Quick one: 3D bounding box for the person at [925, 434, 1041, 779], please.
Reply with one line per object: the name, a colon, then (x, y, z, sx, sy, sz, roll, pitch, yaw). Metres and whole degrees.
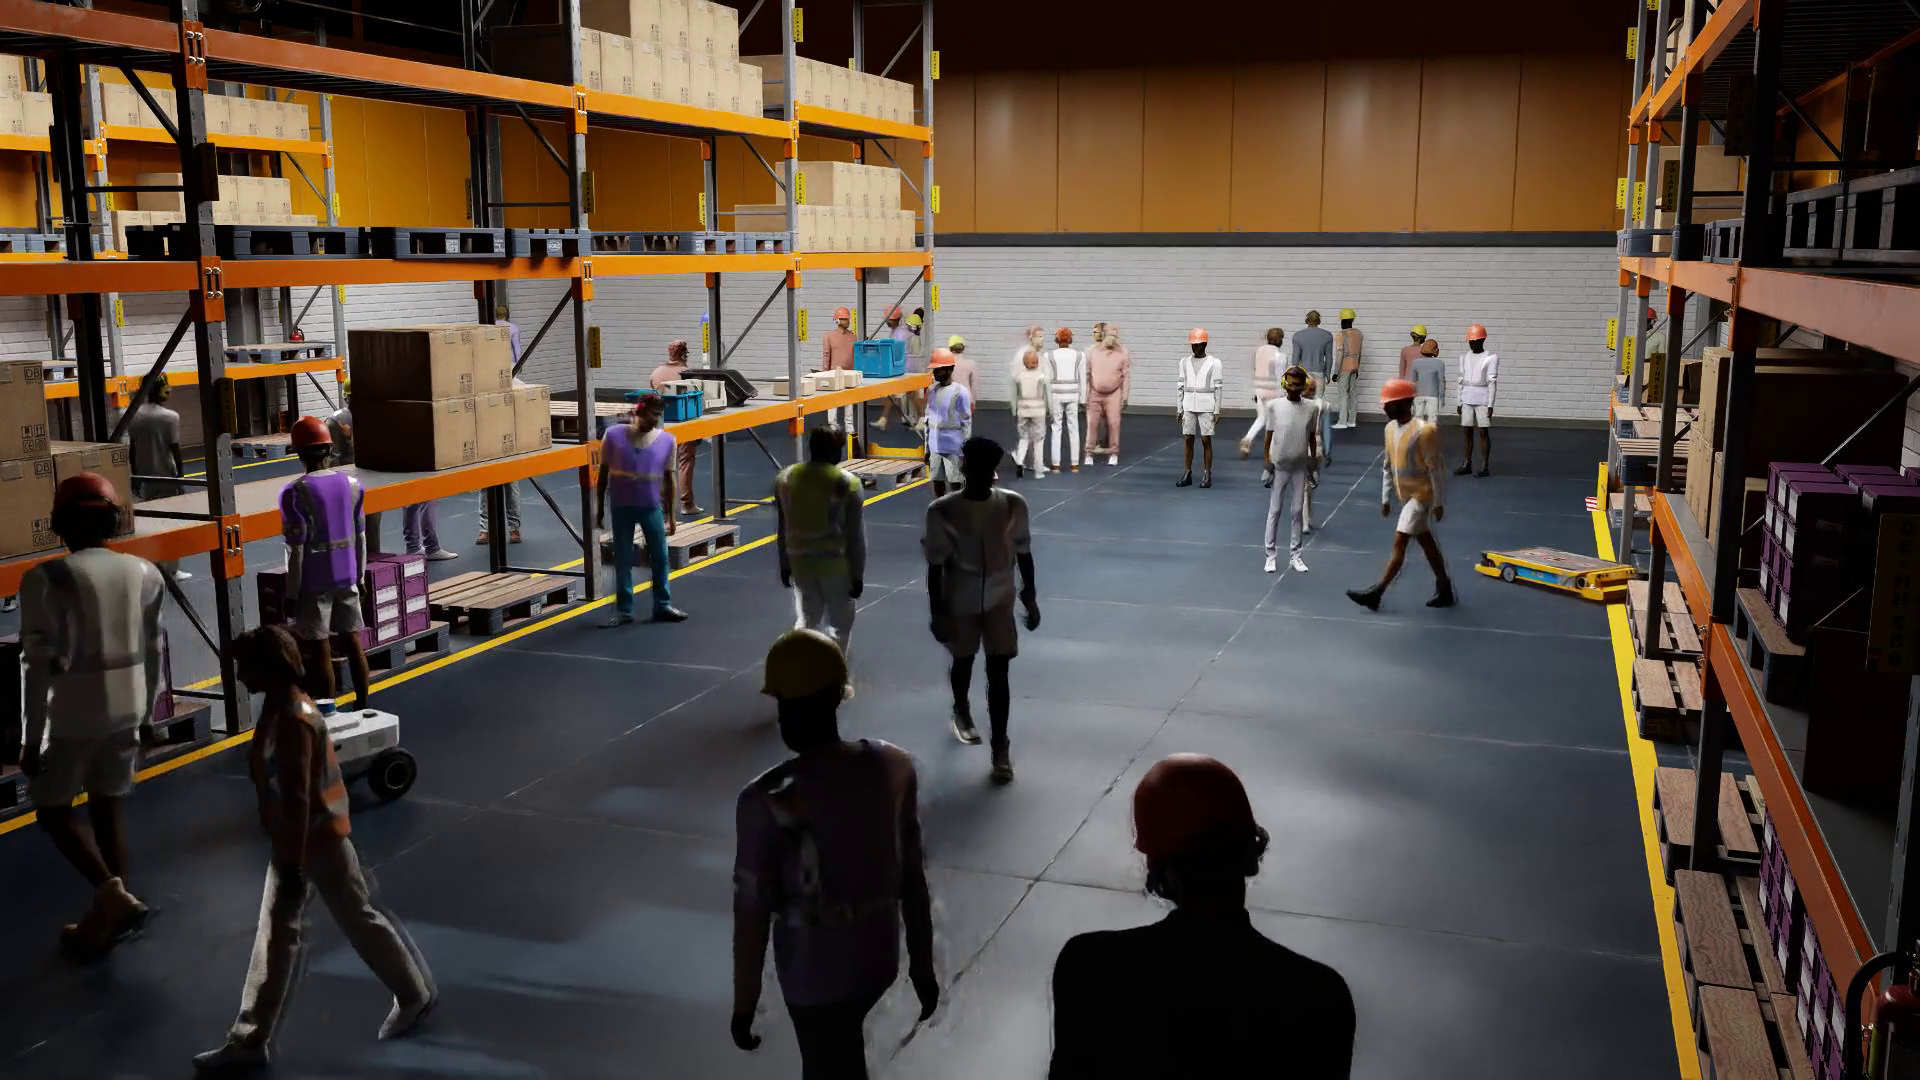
person: (0.133, 0.328, 9.416, 0.679, 1.894, 1.036, -1, 10, -6)

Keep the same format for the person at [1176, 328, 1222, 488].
person: (2.868, -1.588, 20.053, 0.552, 1.935, 0.367, 5, 11, 27)

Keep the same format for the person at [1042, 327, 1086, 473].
person: (1.335, -1.800, 21.398, 0.585, 1.882, 0.337, -1, 10, -8)

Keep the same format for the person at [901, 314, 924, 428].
person: (-0.752, -2.683, 26.527, 0.403, 1.827, 0.600, -5, 11, -26)

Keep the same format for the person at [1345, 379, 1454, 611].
person: (3.585, -0.358, 13.328, 1.056, 1.861, 0.551, -3, 11, -17)

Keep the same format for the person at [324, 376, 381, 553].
person: (-5.139, -0.514, 14.298, 0.403, 1.834, 0.588, 7, 12, 33)

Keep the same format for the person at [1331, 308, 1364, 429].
person: (6.156, -2.727, 26.491, 0.588, 1.930, 0.359, -8, 13, -39)

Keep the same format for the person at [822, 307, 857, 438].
person: (-1.766, -2.498, 25.008, 0.623, 1.994, 0.382, -6, 11, -29)

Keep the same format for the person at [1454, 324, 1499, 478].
person: (6.509, -1.754, 21.020, 0.384, 1.932, 0.544, -9, 13, -41)

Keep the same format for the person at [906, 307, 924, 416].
person: (-0.673, -2.998, 28.182, 0.517, 1.874, 0.328, 3, 10, 14)

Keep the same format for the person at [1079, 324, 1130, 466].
person: (1.918, -1.923, 22.108, 0.687, 1.893, 0.401, 1, 10, 4)

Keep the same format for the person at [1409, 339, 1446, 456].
person: (6.473, -1.966, 23.034, 0.508, 1.632, 0.271, 8, 13, 37)

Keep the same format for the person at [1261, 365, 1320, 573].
person: (2.962, -0.634, 14.891, 0.519, 1.865, 0.326, 0, 10, -3)

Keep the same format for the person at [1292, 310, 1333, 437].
person: (5.365, -2.535, 25.388, 0.629, 1.940, 0.373, 0, 10, 2)

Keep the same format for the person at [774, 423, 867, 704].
person: (-0.875, 0.173, 10.459, 0.637, 1.820, 0.528, 4, 11, 22)

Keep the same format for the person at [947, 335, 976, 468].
person: (-0.040, -1.809, 21.846, 0.544, 1.750, 0.565, -3, 10, -14)

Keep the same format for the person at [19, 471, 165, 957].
person: (-3.535, 0.733, 6.828, 0.625, 1.996, 0.683, 6, 12, 29)

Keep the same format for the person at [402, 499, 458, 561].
person: (-5.003, -0.758, 15.470, 0.642, 1.908, 0.410, 8, 13, 37)

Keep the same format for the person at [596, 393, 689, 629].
person: (-2.469, -0.226, 12.760, 0.702, 1.811, 0.383, -2, 10, -12)

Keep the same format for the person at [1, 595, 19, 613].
person: (-7.780, -0.294, 13.241, 0.525, 1.772, 0.305, -1, 10, -3)

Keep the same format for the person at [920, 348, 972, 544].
person: (-0.153, -0.888, 16.112, 0.551, 1.935, 0.372, 9, 13, 41)

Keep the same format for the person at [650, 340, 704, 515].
person: (-3.051, -1.225, 18.132, 0.634, 1.900, 0.398, 5, 11, 26)

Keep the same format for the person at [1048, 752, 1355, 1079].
person: (0.464, 1.395, 3.268, 0.597, 1.949, 0.958, 1, 10, 5)

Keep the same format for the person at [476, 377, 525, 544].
person: (-4.535, -0.922, 16.297, 0.634, 1.937, 0.355, -2, 10, -9)

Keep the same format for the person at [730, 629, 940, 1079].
person: (-0.292, 1.191, 4.601, 0.945, 1.881, 0.586, 10, 14, 44)

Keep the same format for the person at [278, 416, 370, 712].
person: (-3.754, 0.235, 9.795, 0.370, 1.933, 0.550, 7, 12, 33)

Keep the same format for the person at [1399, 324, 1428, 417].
person: (6.692, -2.273, 24.397, 0.324, 1.767, 0.533, -8, 13, -38)

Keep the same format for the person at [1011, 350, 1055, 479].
person: (0.897, -1.548, 20.731, 0.552, 1.622, 0.406, 3, 11, 17)

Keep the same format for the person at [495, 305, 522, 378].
person: (-7.568, -2.931, 27.616, 0.635, 1.936, 0.354, 2, 10, 9)

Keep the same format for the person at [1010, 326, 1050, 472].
person: (0.969, -1.812, 21.430, 0.430, 1.893, 0.654, 4, 11, 22)

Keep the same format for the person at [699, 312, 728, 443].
person: (-3.647, -2.403, 24.646, 0.408, 1.936, 0.602, -3, 11, -19)

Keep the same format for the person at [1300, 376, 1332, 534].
person: (3.515, -0.895, 17.094, 0.540, 1.587, 0.849, -1, 10, -3)

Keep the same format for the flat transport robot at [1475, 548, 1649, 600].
flat transport robot: (5.191, 0.269, 14.289, 0.652, 0.197, 1.431, -5, 11, -27)

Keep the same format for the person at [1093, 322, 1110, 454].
person: (1.998, -2.130, 23.364, 0.336, 1.845, 0.514, 1, 10, 5)

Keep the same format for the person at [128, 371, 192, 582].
person: (-6.919, -0.520, 14.277, 0.534, 1.849, 0.517, 2, 10, 9)

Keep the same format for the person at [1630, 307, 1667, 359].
person: (10.299, -2.499, 25.019, 0.389, 1.996, 0.612, -8, 13, -38)

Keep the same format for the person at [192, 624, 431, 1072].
person: (-2.338, 1.084, 5.992, 0.836, 1.589, 0.576, -7, 12, -34)

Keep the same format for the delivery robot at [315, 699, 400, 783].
delivery robot: (-3.304, 1.074, 8.693, 0.477, 0.478, 0.707, 7, 12, 35)

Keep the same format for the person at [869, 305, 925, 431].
person: (-0.961, -2.672, 26.007, 1.041, 1.977, 0.638, -4, 11, -21)

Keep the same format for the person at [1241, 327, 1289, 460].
person: (4.166, -1.966, 22.498, 0.619, 1.827, 0.645, -7, 12, -34)
